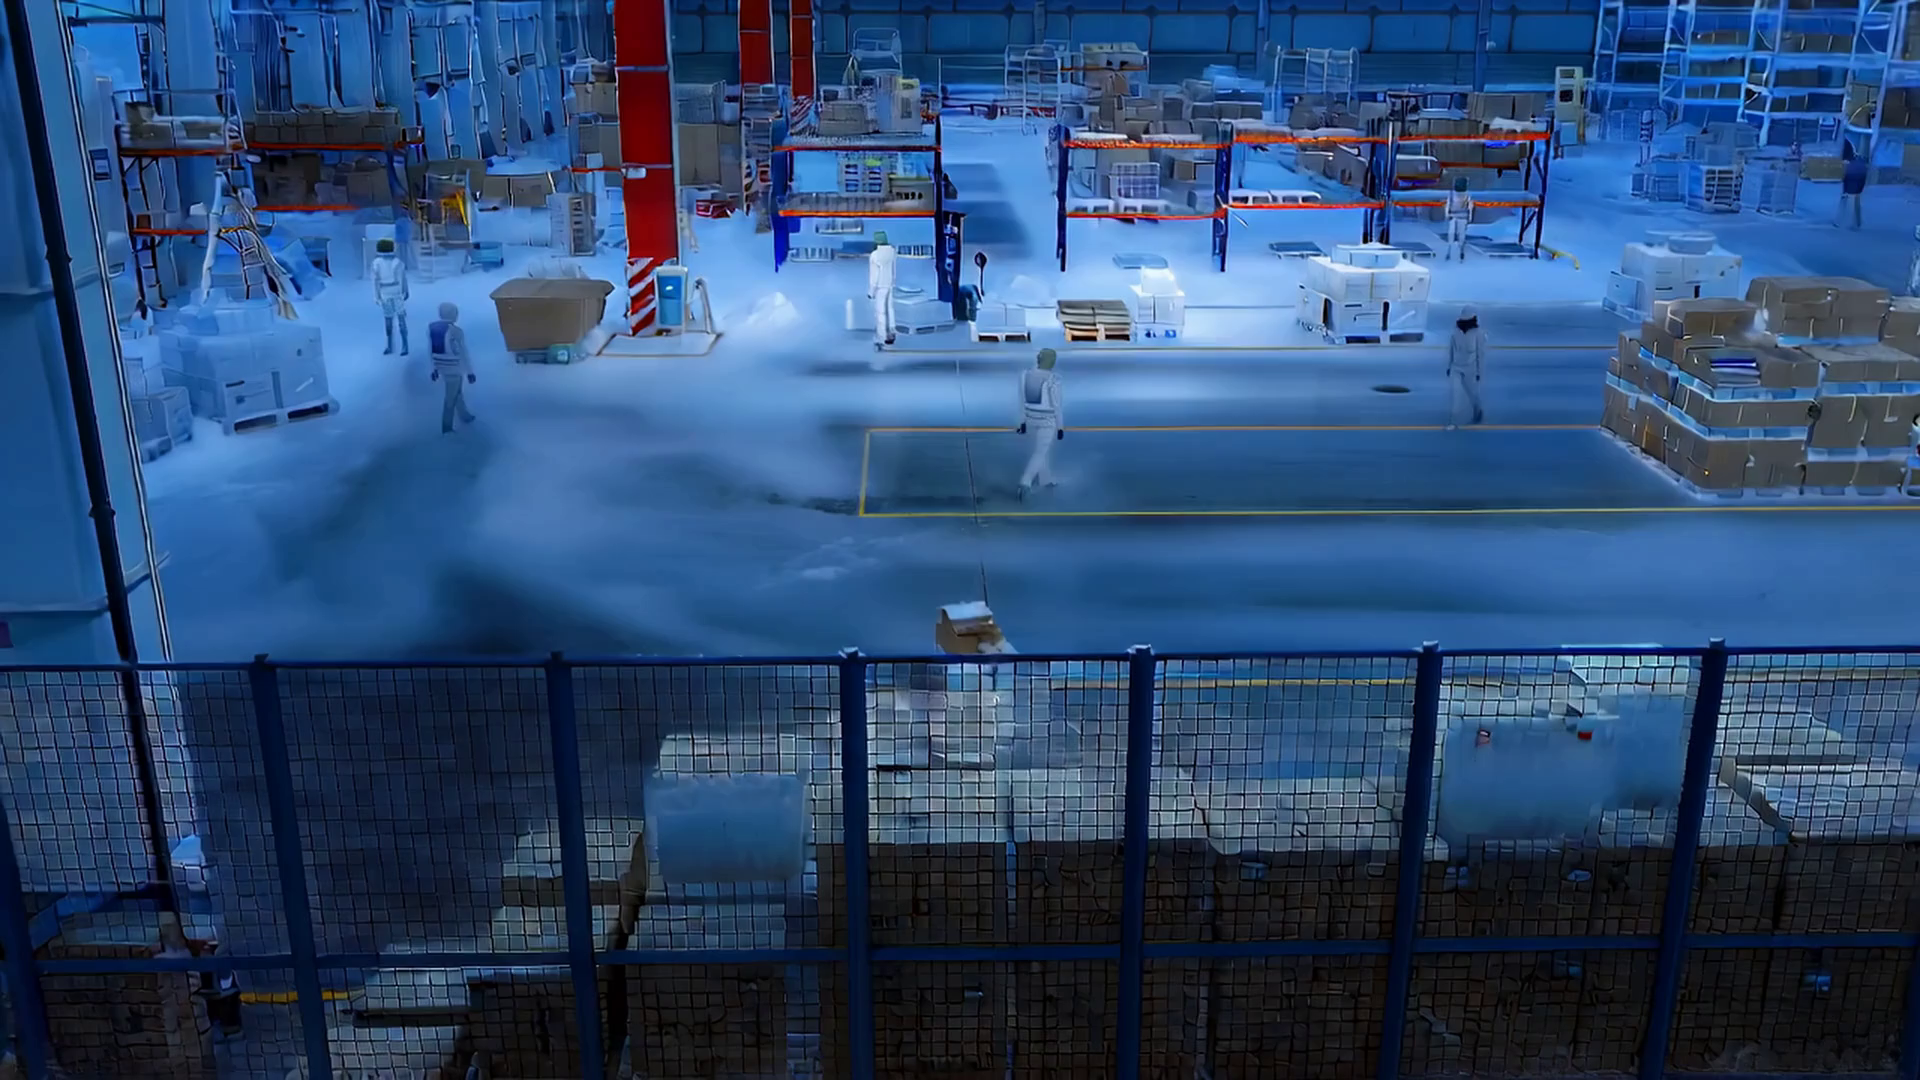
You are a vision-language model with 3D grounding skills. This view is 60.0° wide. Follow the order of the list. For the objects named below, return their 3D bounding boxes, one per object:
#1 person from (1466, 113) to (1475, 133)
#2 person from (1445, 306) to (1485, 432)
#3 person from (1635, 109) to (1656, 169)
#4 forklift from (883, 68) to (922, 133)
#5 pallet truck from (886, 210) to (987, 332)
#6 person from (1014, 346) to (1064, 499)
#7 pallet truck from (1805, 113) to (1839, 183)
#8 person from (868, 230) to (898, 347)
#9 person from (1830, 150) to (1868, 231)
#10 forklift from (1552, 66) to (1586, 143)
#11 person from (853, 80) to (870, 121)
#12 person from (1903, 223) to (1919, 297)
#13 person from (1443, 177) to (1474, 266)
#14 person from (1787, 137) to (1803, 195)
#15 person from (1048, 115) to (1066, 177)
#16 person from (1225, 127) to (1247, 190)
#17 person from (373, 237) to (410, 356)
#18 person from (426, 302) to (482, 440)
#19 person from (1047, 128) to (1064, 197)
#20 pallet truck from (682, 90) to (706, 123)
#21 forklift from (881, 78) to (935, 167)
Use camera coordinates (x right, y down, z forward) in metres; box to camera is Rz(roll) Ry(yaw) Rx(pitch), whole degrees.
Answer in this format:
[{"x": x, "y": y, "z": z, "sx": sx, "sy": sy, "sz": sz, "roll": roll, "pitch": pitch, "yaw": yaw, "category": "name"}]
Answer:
[{"x": 17.049, "y": -13.457, "z": 55.738, "sx": 0.513, "sy": 1.618, "sz": 0.636, "roll": -4, "pitch": 19, "yaw": -13, "category": "person"}, {"x": 6.894, "y": -2.345, "z": 22.599, "sx": 0.491, "sy": 1.726, "sz": 0.569, "roll": 18, "pitch": 25, "yaw": 42, "category": "person"}, {"x": 22.247, "y": -12.992, "z": 53.913, "sx": 0.396, "sy": 1.911, "sz": 0.588, "roll": -8, "pitch": 20, "yaw": -23, "category": "person"}, {"x": -2.381, "y": -15.698, "z": 60.440, "sx": 1.873, "sy": 2.768, "sz": 1.129, "roll": -13, "pitch": 23, "yaw": -34, "category": "forklift"}, {"x": -0.493, "y": -4.759, "z": 29.349, "sx": 1.885, "sy": 1.965, "sz": 0.823, "roll": -13, "pitch": 23, "yaw": -34, "category": "pallet truck"}, {"x": 0.931, "y": -1.384, "z": 19.640, "sx": 0.837, "sy": 1.812, "sz": 0.643, "roll": -16, "pitch": 25, "yaw": -40, "category": "person"}, {"x": 26.403, "y": -11.957, "z": 50.702, "sx": 0.823, "sy": 1.965, "sz": 1.885, "roll": 6, "pitch": 19, "yaw": 16, "category": "pallet truck"}, {"x": -1.302, "y": -4.199, "z": 27.778, "sx": 0.372, "sy": 1.940, "sz": 0.632, "roll": 14, "pitch": 23, "yaw": 36, "category": "person"}, {"x": 21.881, "y": -8.560, "z": 40.718, "sx": 0.634, "sy": 1.946, "sz": 1.046, "roll": -2, "pitch": 19, "yaw": -6, "category": "person"}, {"x": 22.637, "y": -16.279, "z": 62.164, "sx": 1.129, "sy": 2.768, "sz": 1.873, "roll": -1, "pitch": 19, "yaw": -3, "category": "forklift"}, {"x": -4.278, "y": -18.991, "z": 71.729, "sx": 0.683, "sy": 1.896, "sz": 0.478, "roll": -8, "pitch": 20, "yaw": -22, "category": "person"}, {"x": 16.819, "y": -4.604, "z": 29.134, "sx": 0.645, "sy": 1.847, "sz": 0.521, "roll": 13, "pitch": 22, "yaw": 33, "category": "person"}, {"x": 10.691, "y": -6.834, "z": 35.700, "sx": 0.572, "sy": 1.876, "sz": 0.355, "roll": 8, "pitch": 20, "yaw": 24, "category": "person"}, {"x": 23.805, "y": -10.667, "z": 47.447, "sx": 0.531, "sy": 1.623, "sz": 0.365, "roll": -7, "pitch": 20, "yaw": -19, "category": "person"}, {"x": 2.996, "y": -12.141, "z": 51.398, "sx": 0.542, "sy": 1.913, "sz": 0.883, "roll": 0, "pitch": 19, "yaw": 0, "category": "person"}, {"x": 7.905, "y": -10.854, "z": 47.596, "sx": 0.658, "sy": 1.885, "sz": 1.000, "roll": 10, "pitch": 21, "yaw": 28, "category": "person"}, {"x": -9.257, "y": -3.964, "z": 27.082, "sx": 0.552, "sy": 1.937, "sz": 0.356, "roll": 1, "pitch": 19, "yaw": 3, "category": "person"}, {"x": -6.728, "y": -2.298, "z": 22.335, "sx": 0.659, "sy": 1.802, "sz": 0.894, "roll": 12, "pitch": 22, "yaw": 32, "category": "person"}, {"x": 2.726, "y": -10.692, "z": 47.078, "sx": 0.623, "sy": 1.907, "sz": 0.532, "roll": -7, "pitch": 20, "yaw": -20, "category": "person"}, {"x": -9.671, "y": -15.907, "z": 62.421, "sx": 0.823, "sy": 1.965, "sz": 1.885, "roll": 5, "pitch": 19, "yaw": 15, "category": "pallet truck"}, {"x": -1.707, "y": -13.628, "z": 54.300, "sx": 1.129, "sy": 2.768, "sz": 1.873, "roll": -11, "pitch": 21, "yaw": -29, "category": "forklift"}]
